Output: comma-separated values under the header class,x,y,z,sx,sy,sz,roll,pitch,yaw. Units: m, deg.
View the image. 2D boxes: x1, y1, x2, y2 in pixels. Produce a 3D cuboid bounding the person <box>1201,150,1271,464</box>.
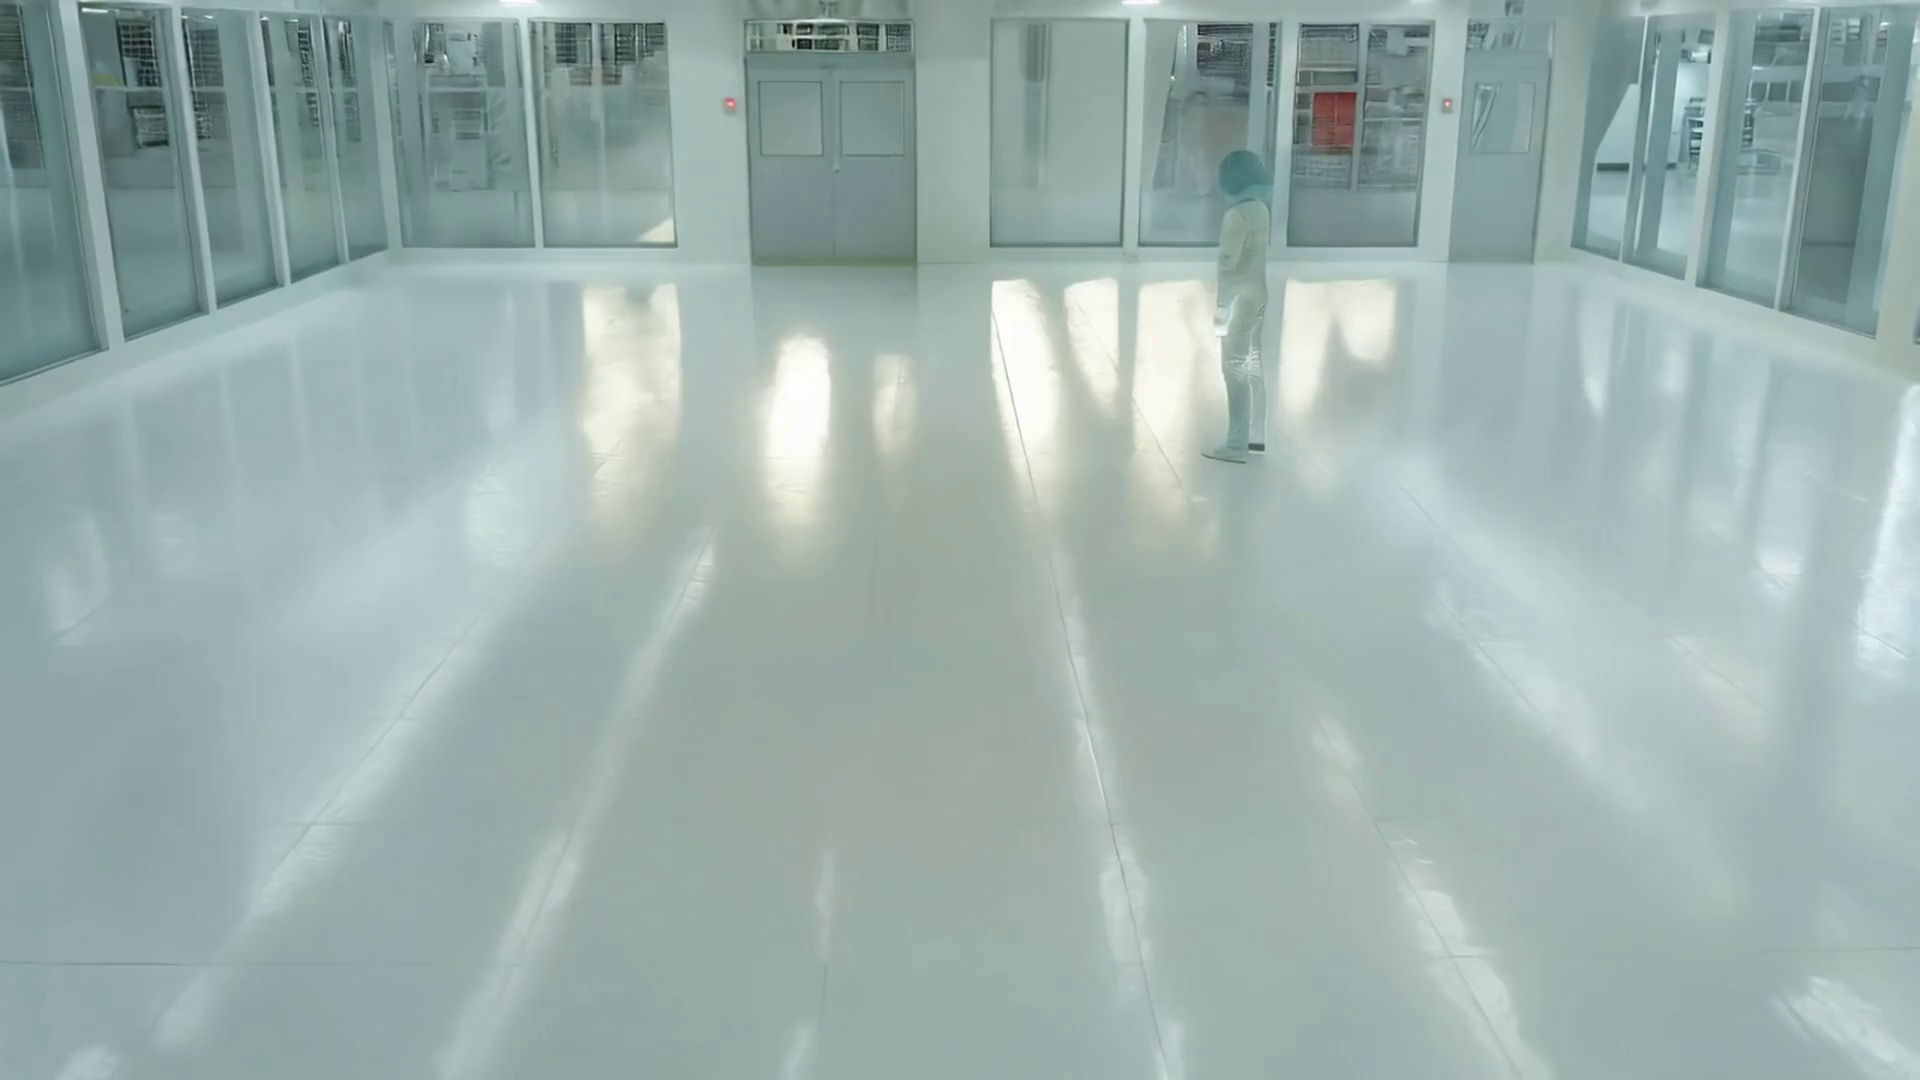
class,x,y,z,sx,sy,sz,roll,pitch,yaw
person,1.473,-1.217,8.741,0.280,1.624,0.494,9,18,27
